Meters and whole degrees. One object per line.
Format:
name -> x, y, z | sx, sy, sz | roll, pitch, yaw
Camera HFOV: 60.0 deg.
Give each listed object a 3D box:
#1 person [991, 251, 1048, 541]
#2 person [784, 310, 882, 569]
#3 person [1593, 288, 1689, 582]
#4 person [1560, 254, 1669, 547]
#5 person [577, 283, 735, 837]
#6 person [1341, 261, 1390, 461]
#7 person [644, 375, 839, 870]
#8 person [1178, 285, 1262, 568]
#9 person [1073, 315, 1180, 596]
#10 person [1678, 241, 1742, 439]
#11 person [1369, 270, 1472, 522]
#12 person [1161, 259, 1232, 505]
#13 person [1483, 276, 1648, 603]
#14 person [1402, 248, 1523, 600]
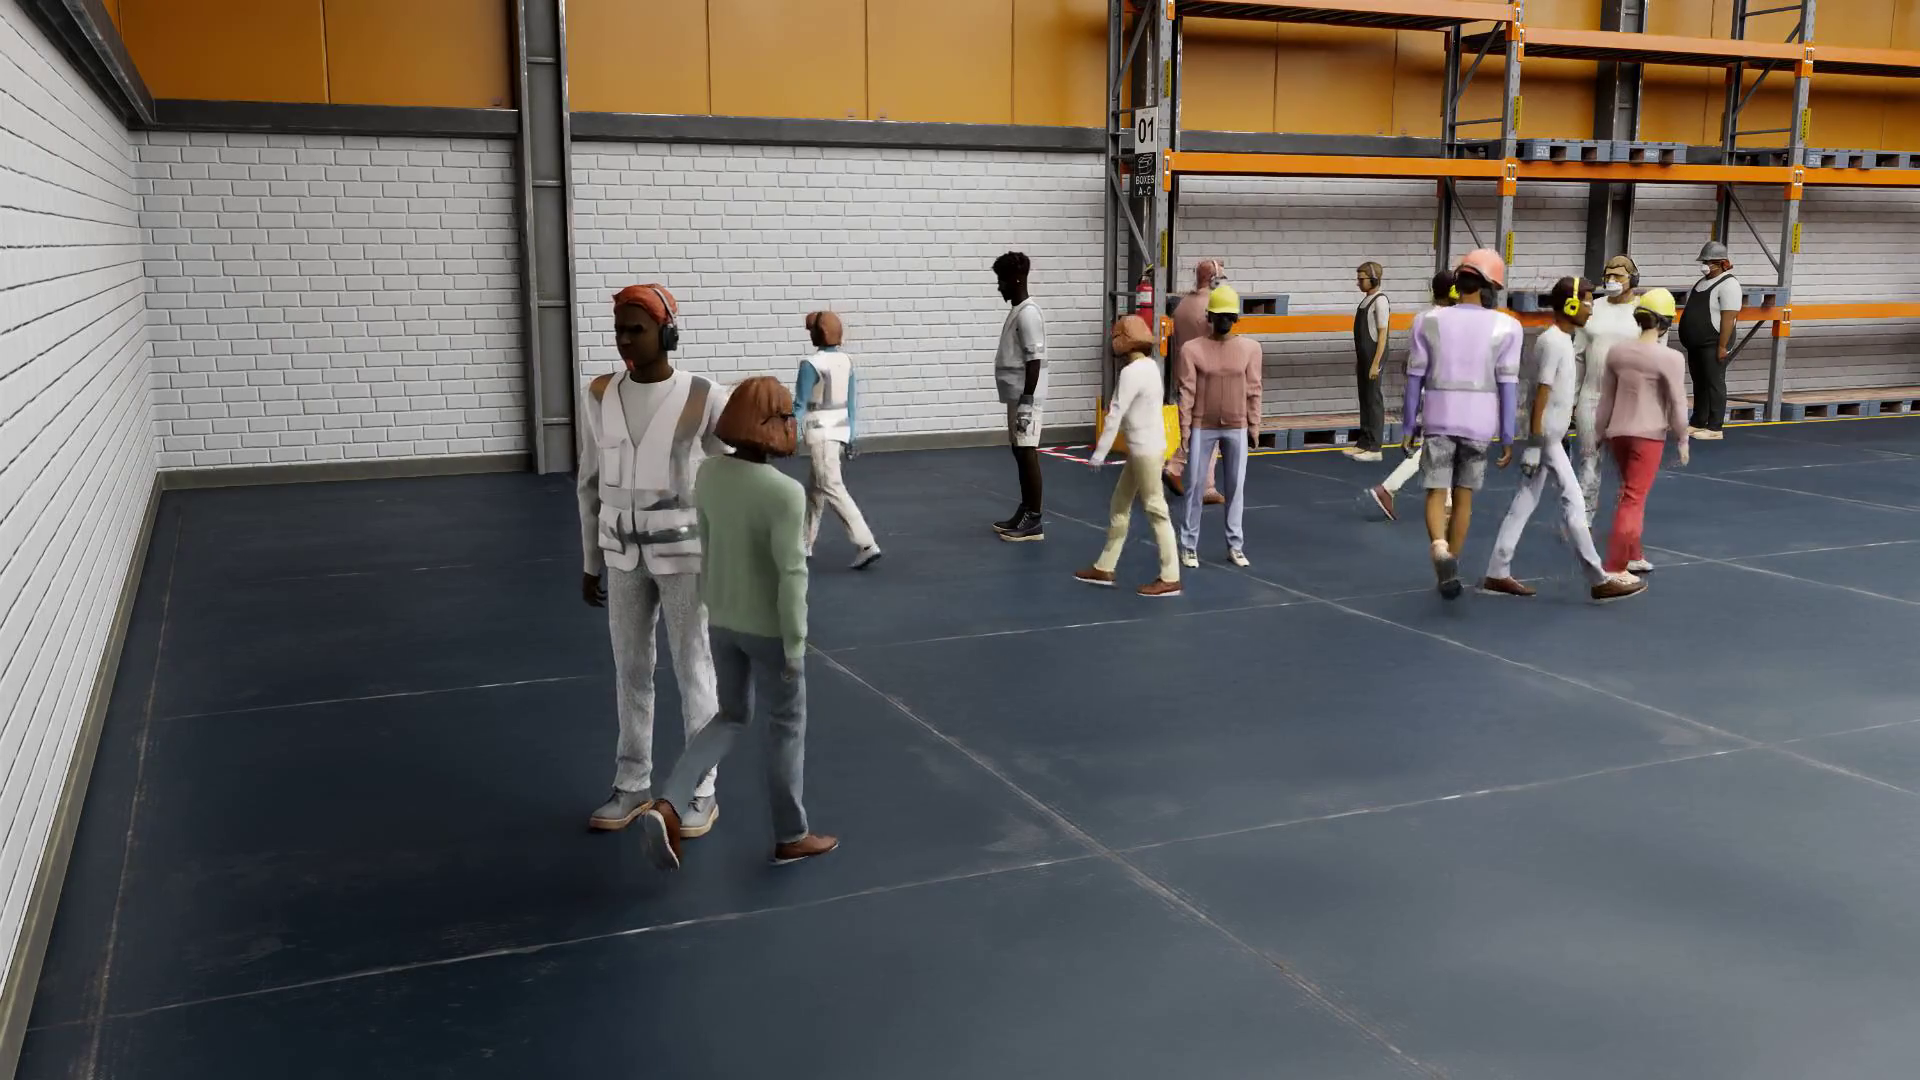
person -> 0.398, -0.973, 11.308 | 0.387, 1.956, 0.614 | -1, 10, -5
person -> -0.809, -0.631, 10.379 | 0.830, 1.604, 0.510 | 5, 11, 25
person -> 4.092, -0.608, 9.843 | 0.695, 1.740, 0.559 | -5, 11, -27
person -> 4.335, -0.917, 11.053 | 0.627, 1.941, 0.371 | 9, 13, 41
person -> -1.031, 0.078, 5.663 | 0.577, 1.882, 0.349 | 3, 11, 18
person -> 3.786, -1.651, 15.408 | 0.345, 1.843, 0.504 | -1, 10, -4
person -> -0.690, 0.284, 5.267 | 0.516, 1.612, 0.632 | 9, 13, 40
person -> 1.607, -0.690, 10.309 | 0.521, 1.758, 0.358 | 0, 10, -2
person -> 0.944, -0.483, 9.544 | 0.751, 1.592, 0.533 | 3, 11, 17
person -> 7.684, -2.061, 17.140 | 0.535, 2.000, 0.680 | -1, 10, -3
person -> 3.381, -1.046, 12.102 | 0.838, 1.828, 0.542 | -3, 11, -17
person -> 1.878, -1.200, 12.767 | 0.437, 1.894, 0.657 | -4, 11, -20
person -> 3.426, -0.548, 9.315 | 0.936, 1.820, 0.545 | 3, 11, 18
person -> 2.786, -0.623, 9.295 | 0.622, 1.999, 0.820 | 4, 11, 19
